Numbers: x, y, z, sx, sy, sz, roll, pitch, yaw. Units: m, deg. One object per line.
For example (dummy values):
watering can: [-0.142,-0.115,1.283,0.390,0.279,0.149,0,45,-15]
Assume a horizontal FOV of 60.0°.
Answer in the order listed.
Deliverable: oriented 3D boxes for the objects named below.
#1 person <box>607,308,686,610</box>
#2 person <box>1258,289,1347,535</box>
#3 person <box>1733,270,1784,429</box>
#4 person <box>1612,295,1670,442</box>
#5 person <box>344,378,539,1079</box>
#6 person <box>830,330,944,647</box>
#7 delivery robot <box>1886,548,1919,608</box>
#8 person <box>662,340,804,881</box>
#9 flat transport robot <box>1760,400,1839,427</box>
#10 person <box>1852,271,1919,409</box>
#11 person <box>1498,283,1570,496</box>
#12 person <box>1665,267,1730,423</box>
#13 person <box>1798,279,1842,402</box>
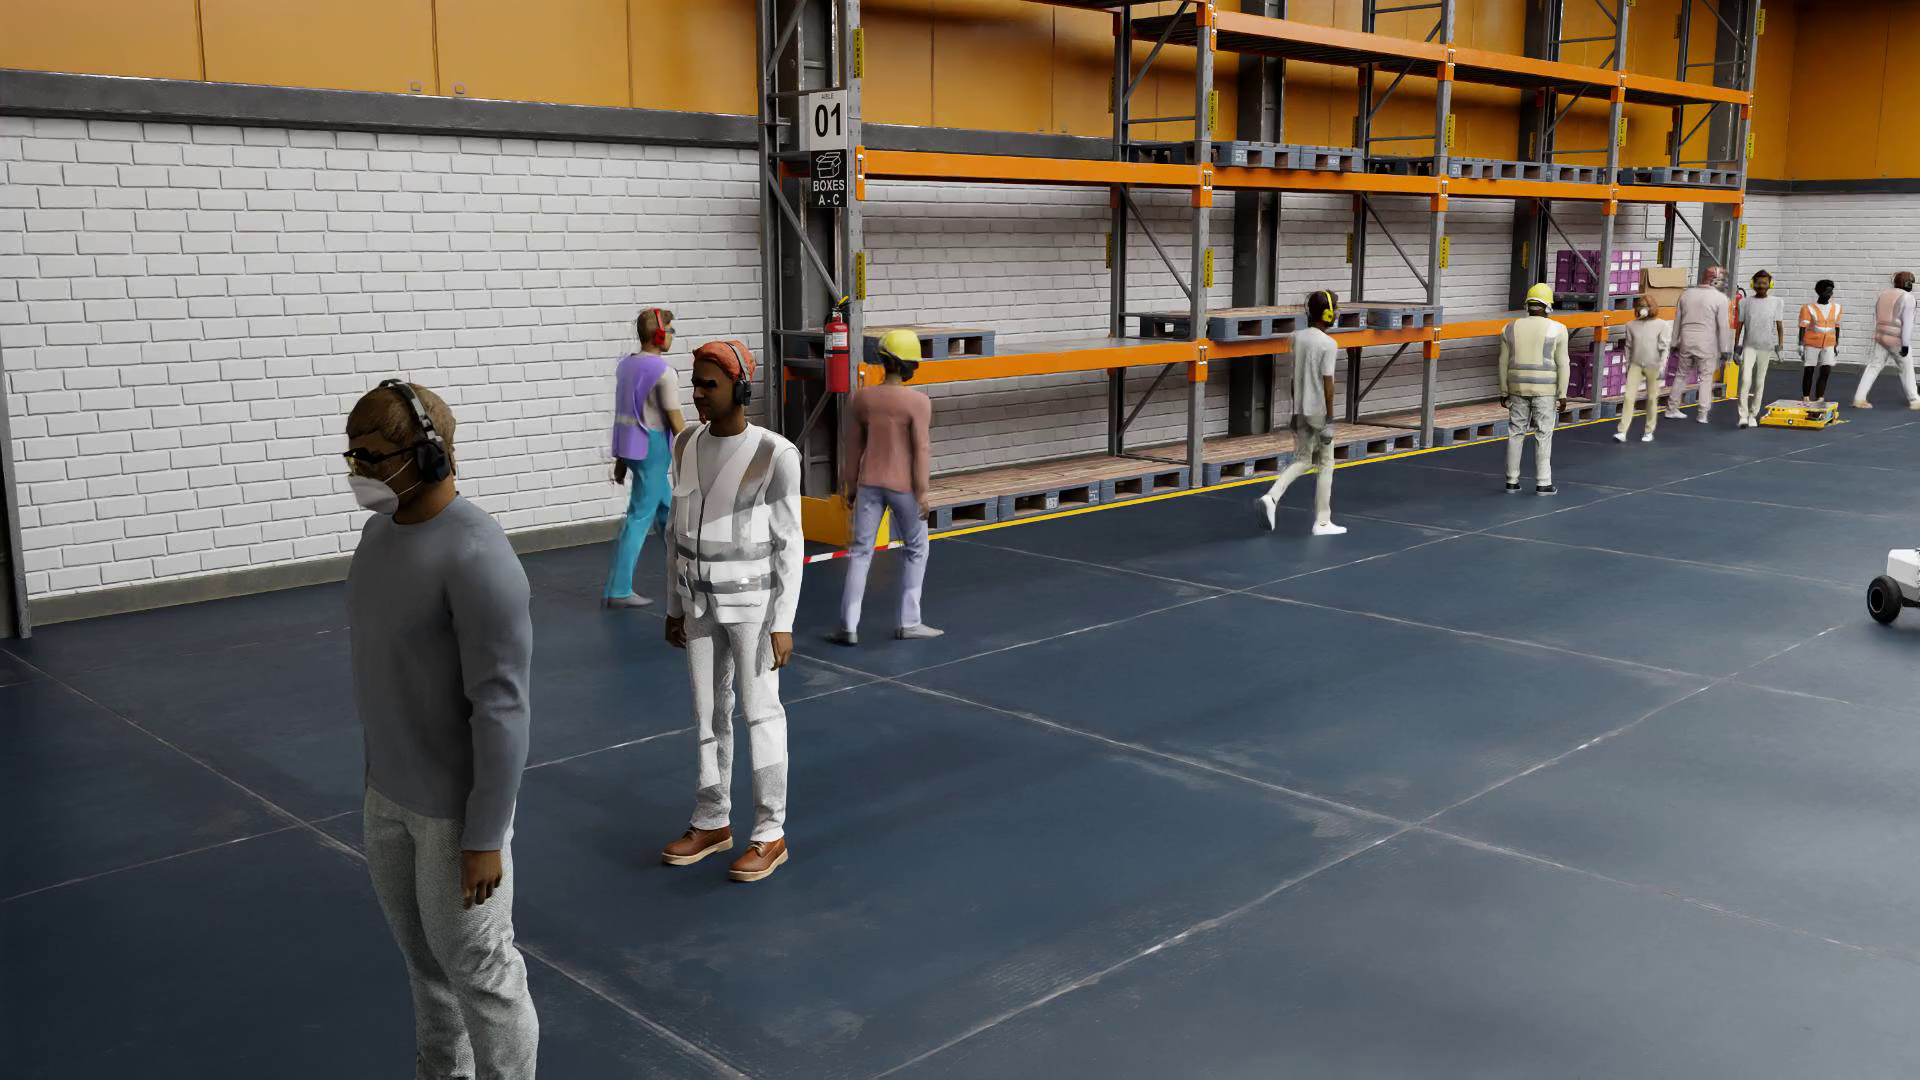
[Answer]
person: [-1.804,-0.504,10.154,0.963,1.794,0.596,-8,13,-36]
person: [2.573,-0.931,12.354,0.679,1.849,0.530,-6,12,-28]
person: [9.258,-2.185,19.259,0.516,1.829,0.907,4,11,19]
person: [7.362,-1.830,17.952,0.506,1.593,0.821,8,13,38]
person: [-1.191,0.598,3.778,0.373,1.935,0.628,-10,14,-43]
person: [-0.428,-0.276,9.129,0.581,1.732,0.531,6,12,29]
delivery robot: [5.560,0.215,9.369,0.477,0.478,0.707,0,10,-1]
person: [-0.808,0.248,5.823,0.573,1.883,0.355,7,12,32]
flat transport robot: [10.047,-1.521,19.869,0.652,0.197,1.431,7,13,34]
person: [12.054,-2.568,21.469,0.951,1.793,0.668,-2,11,-11]
person: [4.970,-1.298,14.396,0.602,1.828,0.404,8,13,37]
person: [8.920,-2.343,20.018,0.443,1.871,0.742,-8,13,-37]
person: [10.955,-2.471,21.200,0.558,1.684,0.456,1,10,3]
